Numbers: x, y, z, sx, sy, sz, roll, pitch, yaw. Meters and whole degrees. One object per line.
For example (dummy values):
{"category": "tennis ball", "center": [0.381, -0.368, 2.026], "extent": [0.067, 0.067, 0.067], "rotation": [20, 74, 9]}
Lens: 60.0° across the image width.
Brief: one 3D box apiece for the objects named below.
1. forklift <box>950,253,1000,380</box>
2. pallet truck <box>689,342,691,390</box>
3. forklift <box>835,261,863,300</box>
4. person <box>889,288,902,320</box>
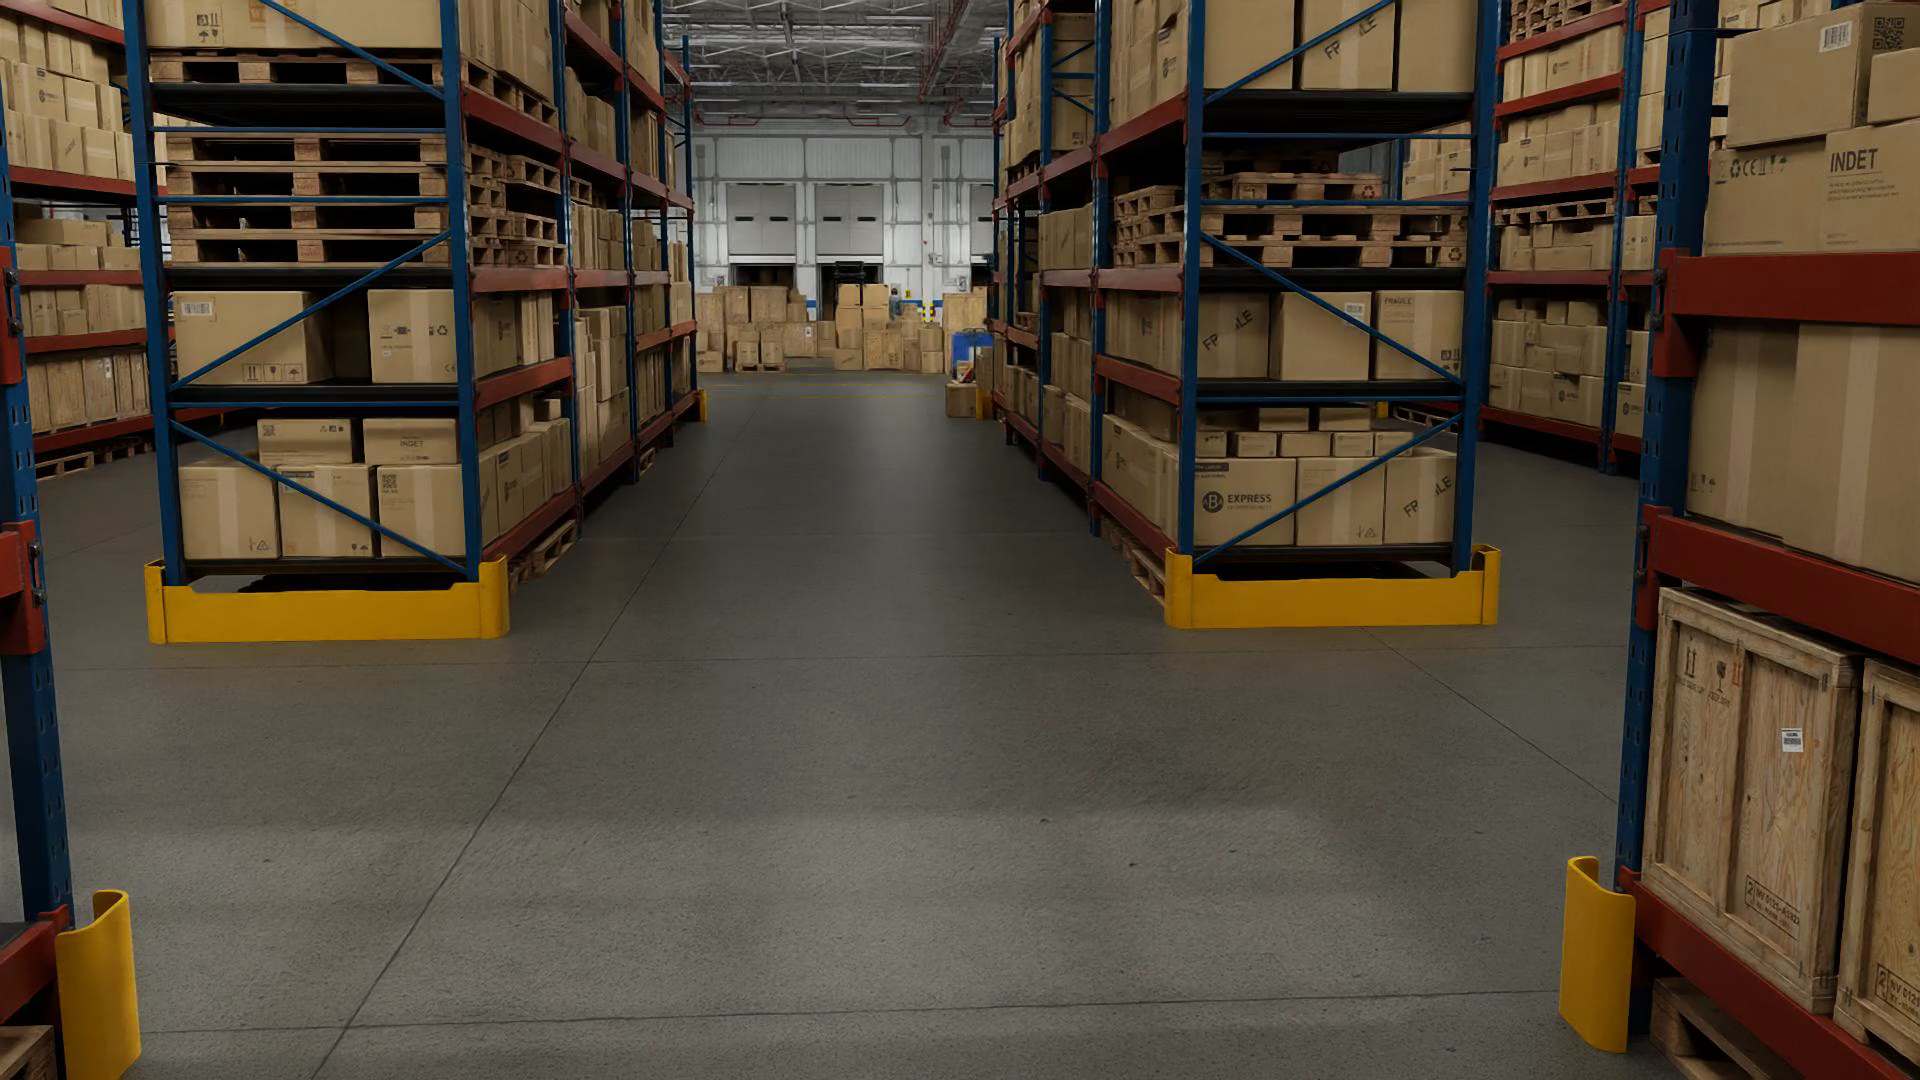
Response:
{"category": "forklift", "center": [0.747, -4.878, 36.457], "extent": [1.873, 2.768, 1.129], "rotation": [-1, 9, -4]}
{"category": "pallet truck", "center": [-5.225, -3.008, 27.480], "extent": [1.885, 1.965, 0.823], "rotation": [2, 9, 14]}
{"category": "forklift", "center": [-3.671, -7.882, 55.321], "extent": [1.129, 2.768, 1.873], "rotation": [-1, 9, -4]}
{"category": "person", "center": [-2.299, -7.818, 57.917], "extent": [0.632, 1.930, 0.387], "rotation": [3, 10, 21]}
